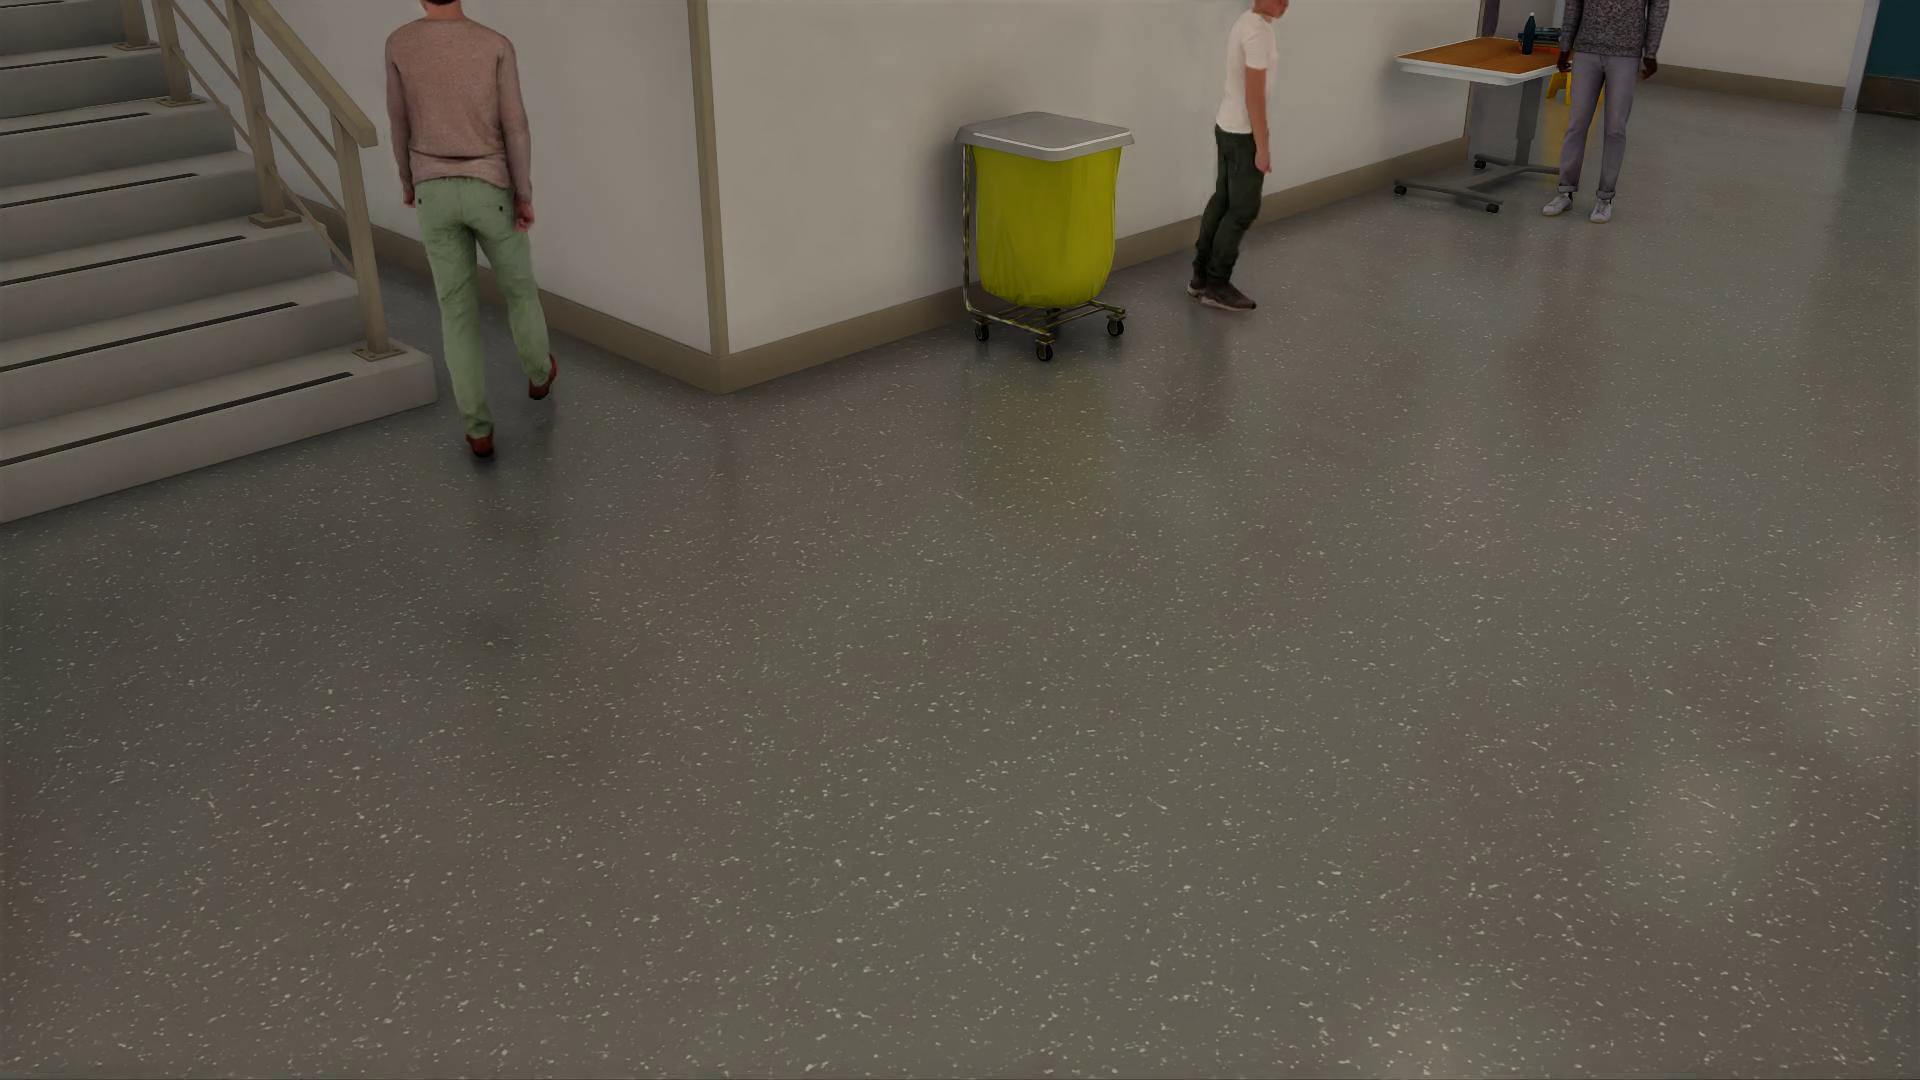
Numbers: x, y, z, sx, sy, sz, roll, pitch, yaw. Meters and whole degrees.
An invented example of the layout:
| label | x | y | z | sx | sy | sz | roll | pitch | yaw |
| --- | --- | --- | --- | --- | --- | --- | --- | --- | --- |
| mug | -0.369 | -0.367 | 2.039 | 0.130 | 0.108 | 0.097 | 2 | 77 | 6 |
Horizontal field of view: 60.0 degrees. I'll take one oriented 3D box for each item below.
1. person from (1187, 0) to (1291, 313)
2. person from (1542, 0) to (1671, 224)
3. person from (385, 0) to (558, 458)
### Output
| label | x | y | z | sx | sy | sz | roll | pitch | yaw |
| --- | --- | --- | --- | --- | --- | --- | --- | --- | --- |
| person | 1.277 | -1.888 | 7.780 | 0.879 | 1.627 | 0.826 | -4 | 26 | -9 |
| person | 3.625 | -2.722 | 9.266 | 0.549 | 1.838 | 0.793 | 16 | 30 | 30 |
| person | -1.816 | -1.191 | 6.105 | 1.023 | 1.827 | 1.187 | -6 | 26 | -11 |
